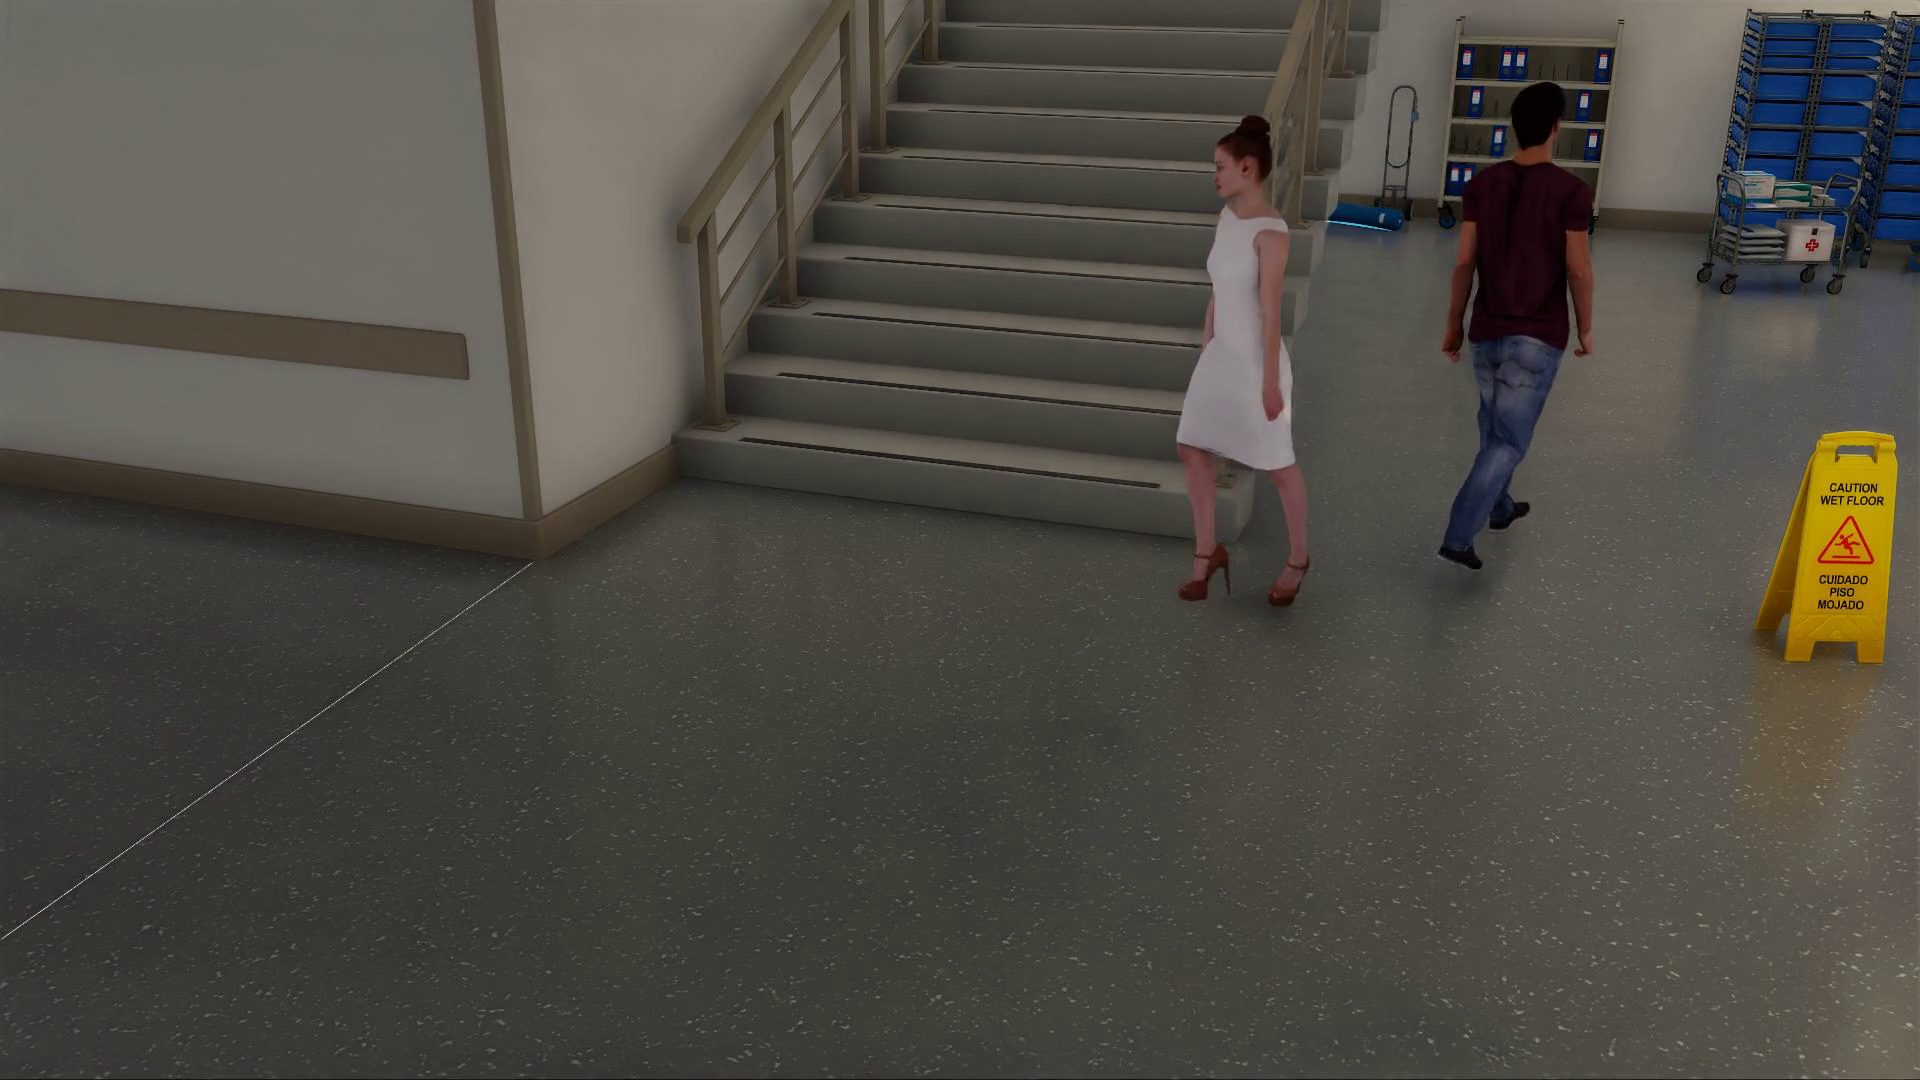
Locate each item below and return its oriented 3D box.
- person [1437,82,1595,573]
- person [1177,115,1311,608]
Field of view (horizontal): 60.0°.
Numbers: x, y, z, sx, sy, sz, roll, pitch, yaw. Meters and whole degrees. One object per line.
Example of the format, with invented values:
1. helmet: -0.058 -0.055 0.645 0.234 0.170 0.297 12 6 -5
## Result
1. person: 2.070 -0.754 6.303 1.250 1.813 1.011 -18 27 -40
2. person: 1.073 -0.594 5.940 0.882 1.770 0.828 -10 23 -25
